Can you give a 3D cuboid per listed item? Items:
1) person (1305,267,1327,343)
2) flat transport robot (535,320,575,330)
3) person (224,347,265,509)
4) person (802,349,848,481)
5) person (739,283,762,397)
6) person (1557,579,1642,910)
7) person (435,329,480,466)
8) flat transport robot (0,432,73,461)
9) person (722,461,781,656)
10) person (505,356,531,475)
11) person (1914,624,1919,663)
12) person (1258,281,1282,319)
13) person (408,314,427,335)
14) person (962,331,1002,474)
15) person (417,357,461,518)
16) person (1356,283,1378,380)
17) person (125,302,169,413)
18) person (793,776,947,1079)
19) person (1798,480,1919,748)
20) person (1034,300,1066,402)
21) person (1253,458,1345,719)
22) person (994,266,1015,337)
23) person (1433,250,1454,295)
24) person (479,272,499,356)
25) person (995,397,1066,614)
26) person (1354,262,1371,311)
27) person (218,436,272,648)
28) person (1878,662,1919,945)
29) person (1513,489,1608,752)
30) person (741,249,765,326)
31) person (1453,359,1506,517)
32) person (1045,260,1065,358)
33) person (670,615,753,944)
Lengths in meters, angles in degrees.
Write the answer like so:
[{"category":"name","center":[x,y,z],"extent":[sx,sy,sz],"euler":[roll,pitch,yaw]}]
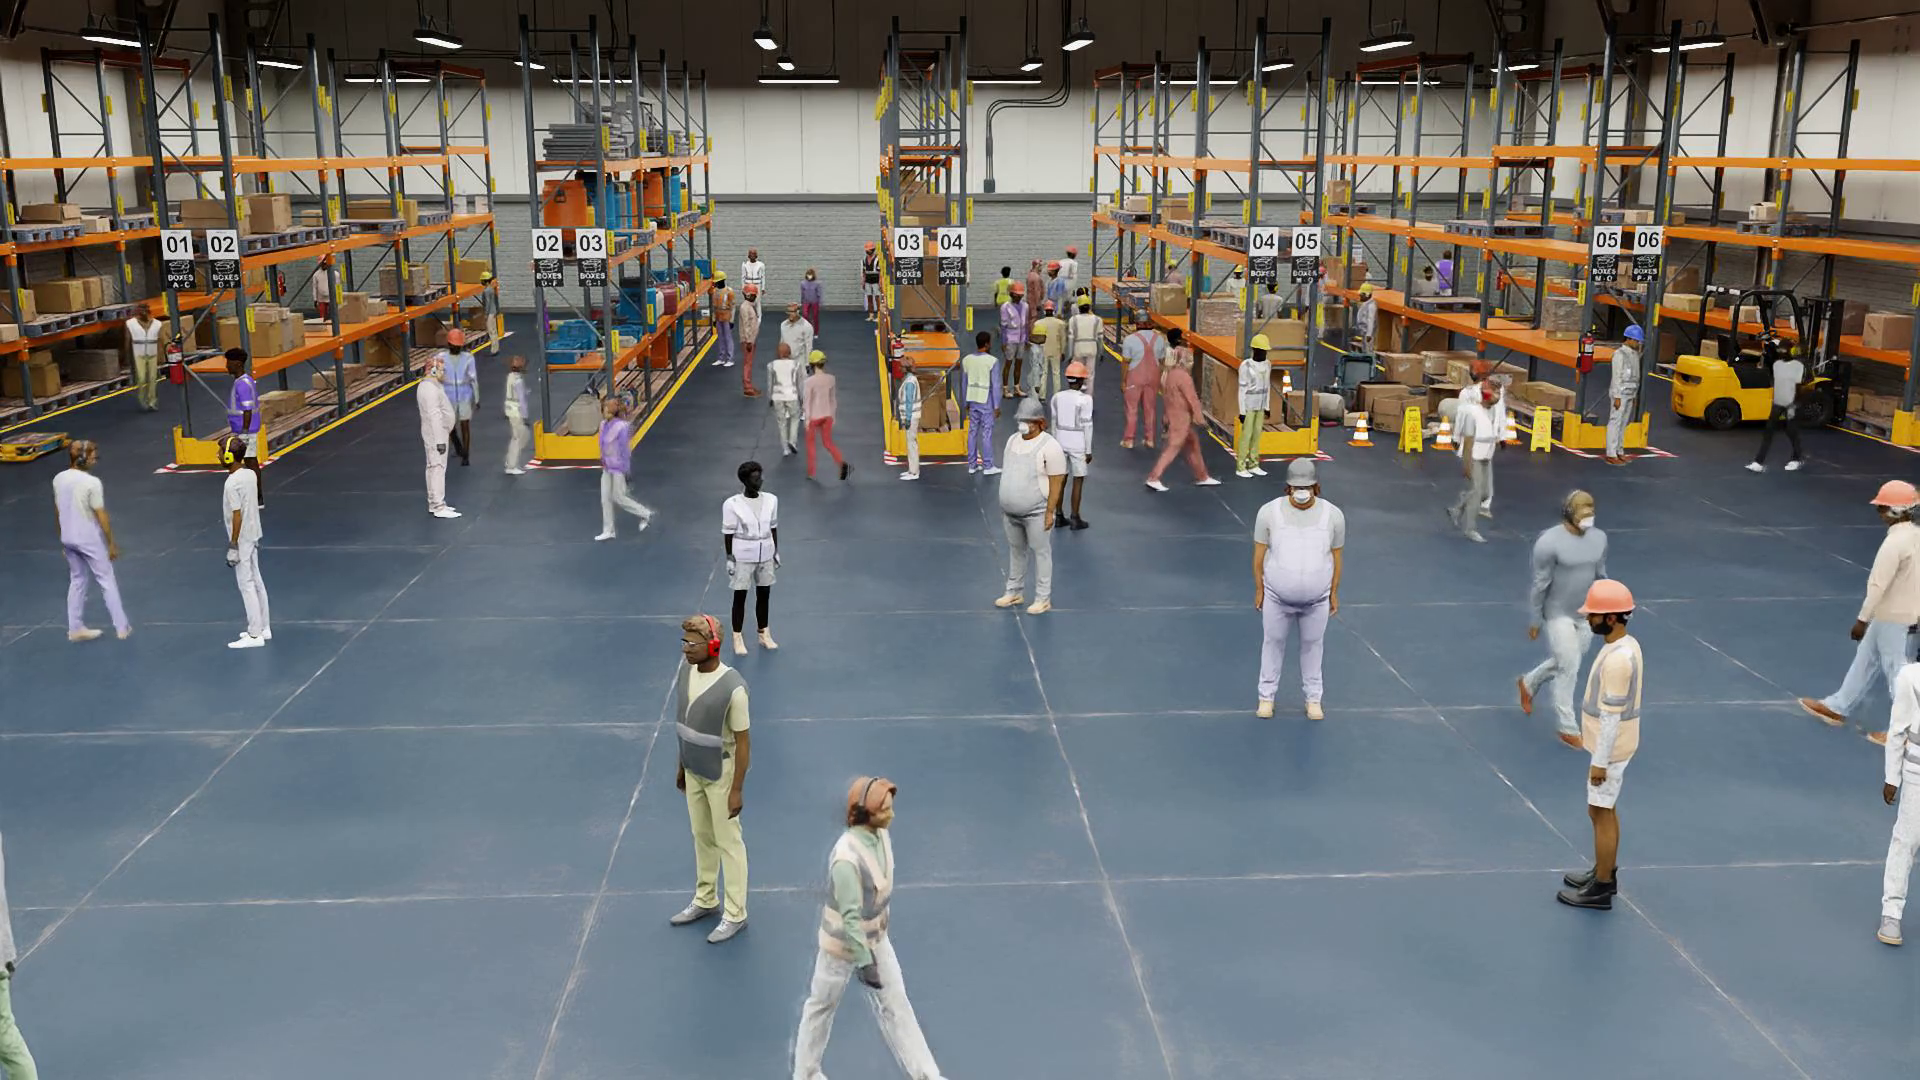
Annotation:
[{"category":"person","center":[7.927,-5.282,37.357],"extent":[0.516,1.705,0.619],"euler":[12,18,42]},{"category":"flat transport robot","center":[-9.424,-5.157,39.907],"extent":[1.431,0.197,0.652],"euler":[-5,14,-20]},{"category":"person","center":[-8.666,-1.352,20.150],"extent":[0.361,1.964,0.613],"euler":[-5,14,-21]},{"category":"person","center":[-1.786,-1.609,21.733],"extent":[0.530,1.749,0.683],"euler":[-12,18,-41]},{"category":"person","center":[-3.699,-3.517,29.270],"extent":[0.380,1.993,0.610],"euler":[-1,13,-3]},{"category":"person","center":[3.692,1.168,9.571],"extent":[0.393,1.927,0.550],"euler":[6,14,23]},{"category":"person","center":[-6.944,-1.984,22.978],"extent":[0.594,1.905,0.618],"euler":[-3,14,-14]},{"category":"flat transport robot","center":[-13.331,-1.347,23.765],"extent":[0.652,0.197,1.431],"euler":[-1,13,-5]},{"category":"person","center":[-1.788,0.150,14.366],"extent":[0.552,1.693,0.318],"euler":[-9,16,-34]},{"category":"person","center":[-5.913,-1.661,22.213],"extent":[0.416,1.609,0.532],"euler":[-6,15,-24]},{"category":"person","center":[8.203,0.182,13.732],"extent":[0.370,1.932,0.543],"euler":[3,14,11]},{"category":"person","center":[5.936,-4.053,31.803],"extent":[0.520,1.874,0.332],"euler":[9,16,35]},{"category":"person","center":[-12.563,-5.537,38.478],"extent":[0.503,1.701,0.719],"euler":[5,14,21]},{"category":"person","center":[0.285,-1.839,22.318],"extent":[0.589,1.920,0.399],"euler":[10,17,37]},{"category":"person","center":[-6.187,-1.219,19.727],"extent":[0.407,1.905,0.639],"euler":[-6,15,-25]},{"category":"person","center":[7.677,-3.935,31.434],"extent":[0.421,1.819,0.599],"euler":[0,13,-1]},{"category":"person","center":[-13.424,-3.020,27.518],"extent":[0.602,1.823,0.600],"euler":[-12,18,-41]},{"category":"person","center":[-0.400,1.821,7.503],"extent":[0.866,1.587,0.513],"euler":[5,14,21]},{"category":"person","center":[6.702,0.520,12.244],"extent":[0.904,1.955,0.641],"euler":[11,17,40]},{"category":"person","center":[1.538,-3.243,28.616],"extent":[0.563,1.753,0.327],"euler":[0,13,2]},{"category":"person","center":[2.576,0.374,12.683],"extent":[0.684,2.000,0.538],"euler":[2,13,7]},{"category":"person","center":[0.995,-5.452,38.139],"extent":[0.531,1.672,0.657],"euler":[8,15,31]},{"category":"person","center":[12.124,-6.330,41.554],"extent":[0.632,1.823,0.692],"euler":[7,15,28]},{"category":"person","center":[-9.916,-4.749,34.975],"extent":[0.315,1.767,0.535],"euler":[0,13,-1]},{"category":"person","center":[0.620,-0.327,15.653],"extent":[0.683,2.000,0.538],"euler":[12,18,41]},{"category":"person","center":[9.674,-5.867,39.993],"extent":[0.506,1.631,0.277],"euler":[-9,16,-35]},{"category":"person","center":[-6.296,0.016,14.568],"extent":[0.323,1.871,0.528],"euler":[-1,13,-3]},{"category":"person","center":[5.345,1.310,9.055],"extent":[0.574,1.885,0.356],"euler":[4,14,16]},{"category":"person","center":[4.422,0.534,12.275],"extent":[0.642,1.911,0.884],"euler":[-6,14,-23]},{"category":"person","center":[-5.067,-6.173,40.754],"extent":[0.574,1.886,0.356],"euler":[0,13,-1]},{"category":"person","center":[6.185,-1.251,19.978],"extent":[0.596,1.844,0.940],"euler":[-3,14,-14]},{"category":"person","center":[1.951,-4.793,34.604],"extent":[0.414,2.034,0.603],"euler":[-5,14,-22]},{"category":"person","center":[-1.359,1.296,9.191],"extent":[0.390,1.847,0.562],"euler":[-13,18,-43]}]
